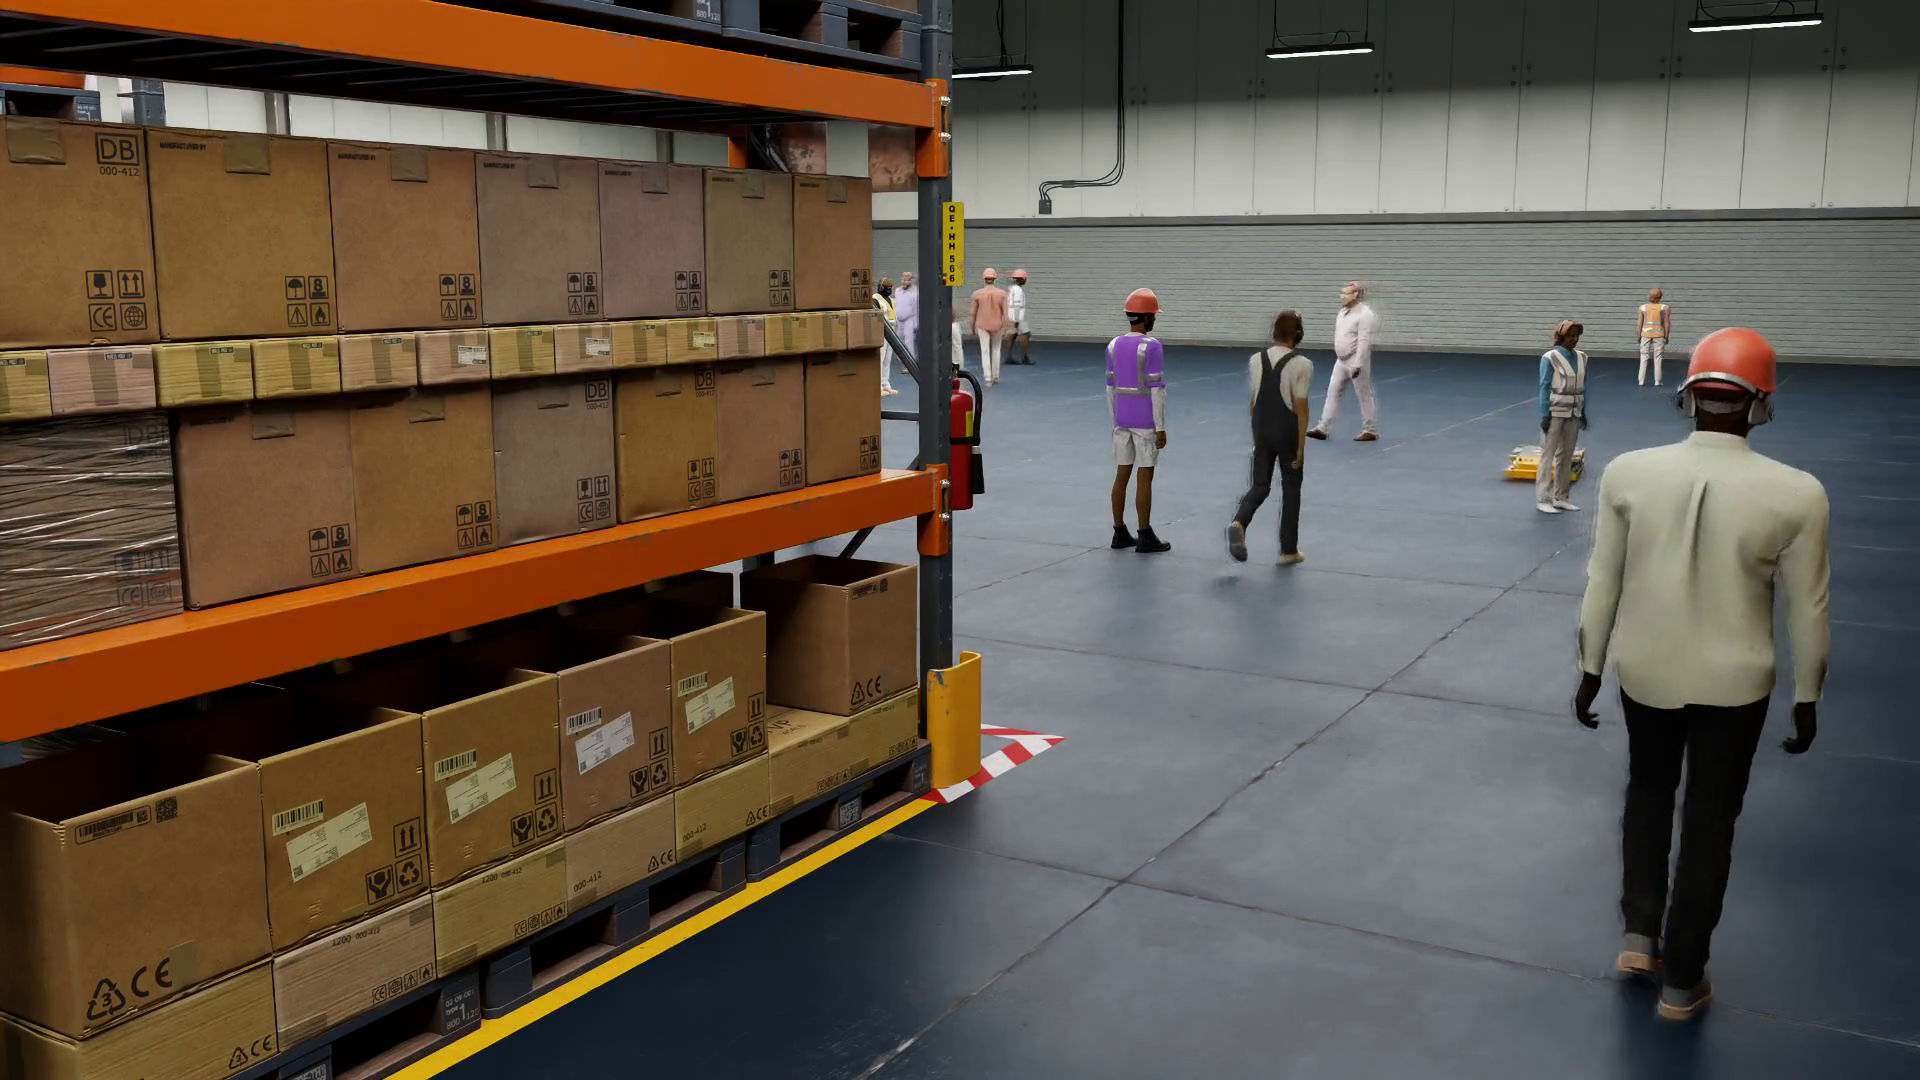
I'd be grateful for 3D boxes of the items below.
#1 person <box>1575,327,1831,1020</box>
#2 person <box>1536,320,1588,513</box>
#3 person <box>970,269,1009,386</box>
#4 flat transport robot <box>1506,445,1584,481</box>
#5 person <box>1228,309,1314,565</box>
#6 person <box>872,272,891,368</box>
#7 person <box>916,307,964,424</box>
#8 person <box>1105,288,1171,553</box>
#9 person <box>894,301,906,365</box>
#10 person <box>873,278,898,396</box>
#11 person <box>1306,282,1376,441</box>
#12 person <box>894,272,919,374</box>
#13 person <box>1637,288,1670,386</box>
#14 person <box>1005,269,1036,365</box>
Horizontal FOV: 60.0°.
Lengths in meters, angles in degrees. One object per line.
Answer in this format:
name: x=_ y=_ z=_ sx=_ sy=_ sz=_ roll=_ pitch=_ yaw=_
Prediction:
person: x=2.140 y=0.382 z=4.785 sx=0.657 sy=1.975 sz=0.511 roll=7 pitch=12 yaw=36
person: x=5.127 y=-1.051 z=14.167 sx=0.519 sy=1.639 sz=0.309 roll=-5 pitch=11 yaw=-28
person: x=0.496 y=-3.591 z=28.116 sx=0.652 sy=1.947 sz=0.980 roll=0 pitch=10 yaw=0
flat transport robot: x=5.848 y=-0.780 z=16.581 sx=0.652 sy=0.197 sz=1.431 roll=4 pitch=10 yaw=22
person: x=2.171 y=-0.696 z=11.564 sx=0.503 sy=1.820 sz=0.719 roll=7 pitch=12 yaw=37
person: x=-1.828 y=-4.259 z=32.213 sx=0.990 sy=1.895 sz=0.559 roll=5 pitch=11 yaw=29
person: x=-0.181 y=-2.197 z=21.013 sx=0.839 sy=1.591 sz=0.510 roll=-4 pitch=11 yaw=-23
person: x=1.322 y=-0.878 z=12.276 sx=0.361 sy=1.939 sz=0.542 roll=-8 pitch=13 yaw=-39
person: x=-1.107 y=-4.238 z=32.972 sx=0.497 sy=1.585 sz=0.848 roll=-3 pitch=10 yaw=-19
person: x=-1.182 y=-3.177 z=26.042 sx=0.429 sy=1.840 sz=0.624 roll=4 pitch=11 yaw=24
person: x=4.507 y=-2.074 z=19.480 sx=0.946 sy=1.861 sz=0.670 roll=-4 pitch=10 yaw=-21
person: x=-1.008 y=-4.002 z=30.717 sx=0.660 sy=1.884 sz=0.425 roll=8 pitch=12 yaw=39
person: x=11.611 y=-3.391 z=27.867 sx=0.514 sy=1.641 sz=0.307 roll=5 pitch=11 yaw=29
person: x=1.239 y=-4.451 z=33.287 sx=0.757 sy=1.911 sz=0.562 roll=-2 pitch=10 yaw=-11
